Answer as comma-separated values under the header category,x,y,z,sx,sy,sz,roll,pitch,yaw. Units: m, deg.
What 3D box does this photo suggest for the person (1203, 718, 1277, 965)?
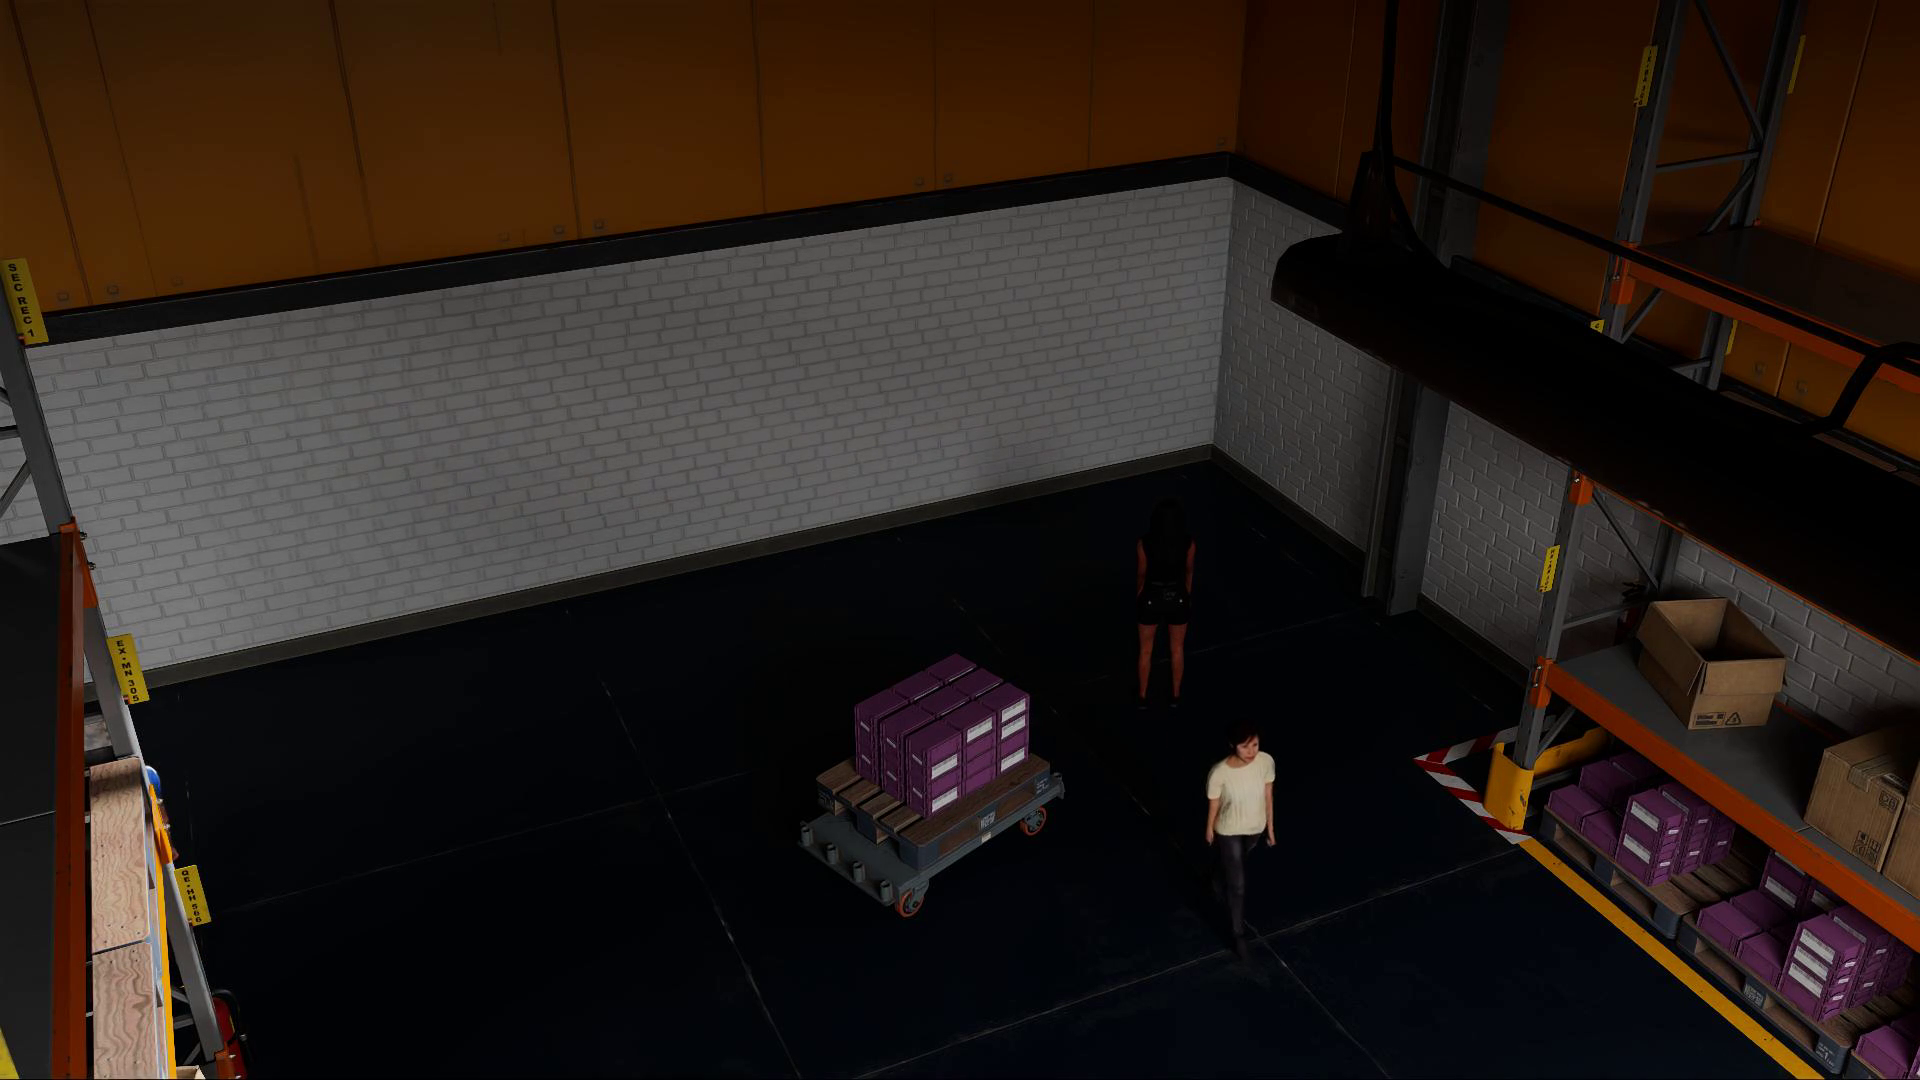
category,x,y,z,sx,sy,sz,roll,pitch,yaw
person,1.671,1.727,10.152,0.605,1.548,0.999,-11,31,-20

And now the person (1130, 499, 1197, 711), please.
category,x,y,z,sx,sy,sz,roll,pitch,yaw
person,1.495,0.470,12.254,0.663,1.741,0.647,-1,29,-3
